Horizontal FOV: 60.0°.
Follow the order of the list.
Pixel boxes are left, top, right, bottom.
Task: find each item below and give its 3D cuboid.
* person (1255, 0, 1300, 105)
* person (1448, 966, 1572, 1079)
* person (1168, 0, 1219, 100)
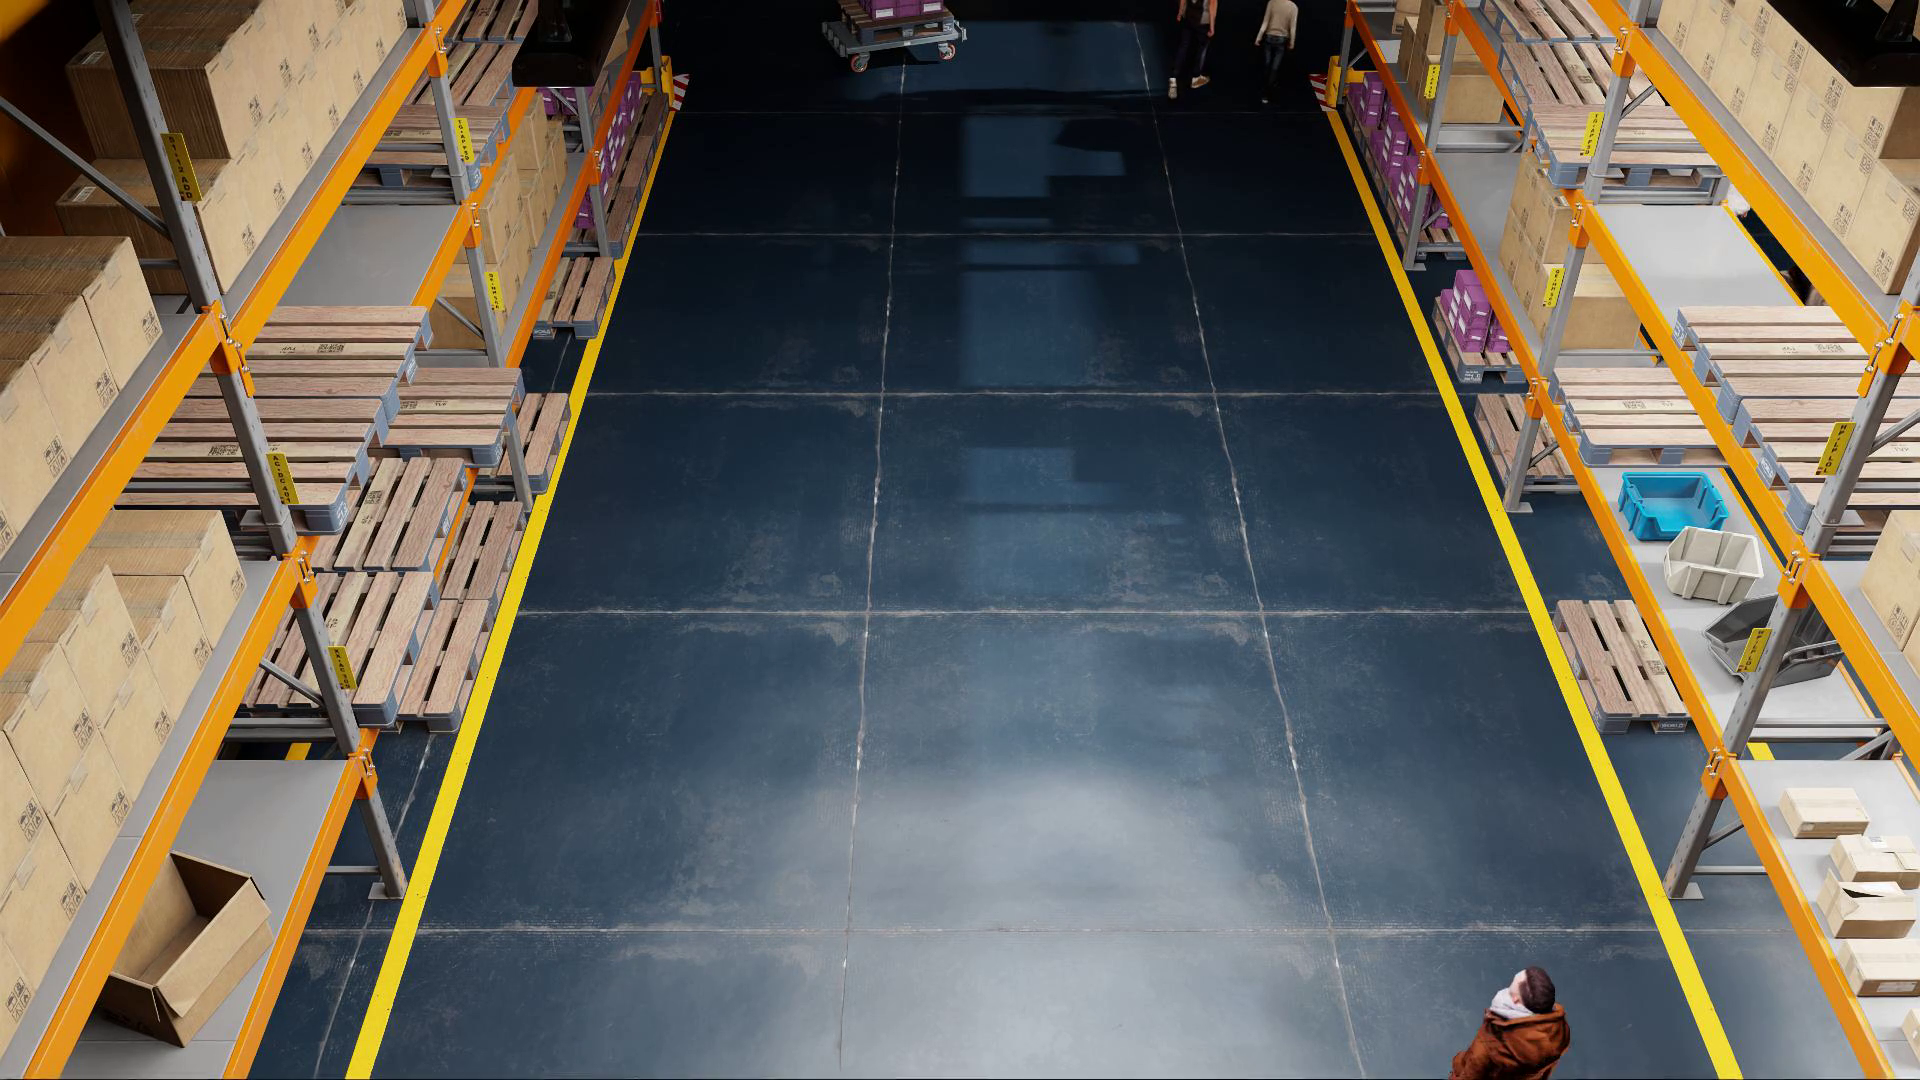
[{"bbox_3d":[3.693,-5.808,19.473,0.866,1.441,1.035,16,41,19],"label":"person"},{"bbox_3d":[2.725,2.839,8.344,0.960,1.819,1.107,-17,42,-20],"label":"person"},{"bbox_3d":[2.739,-6.068,19.465,1.105,1.859,1.264,23,44,26],"label":"person"}]
